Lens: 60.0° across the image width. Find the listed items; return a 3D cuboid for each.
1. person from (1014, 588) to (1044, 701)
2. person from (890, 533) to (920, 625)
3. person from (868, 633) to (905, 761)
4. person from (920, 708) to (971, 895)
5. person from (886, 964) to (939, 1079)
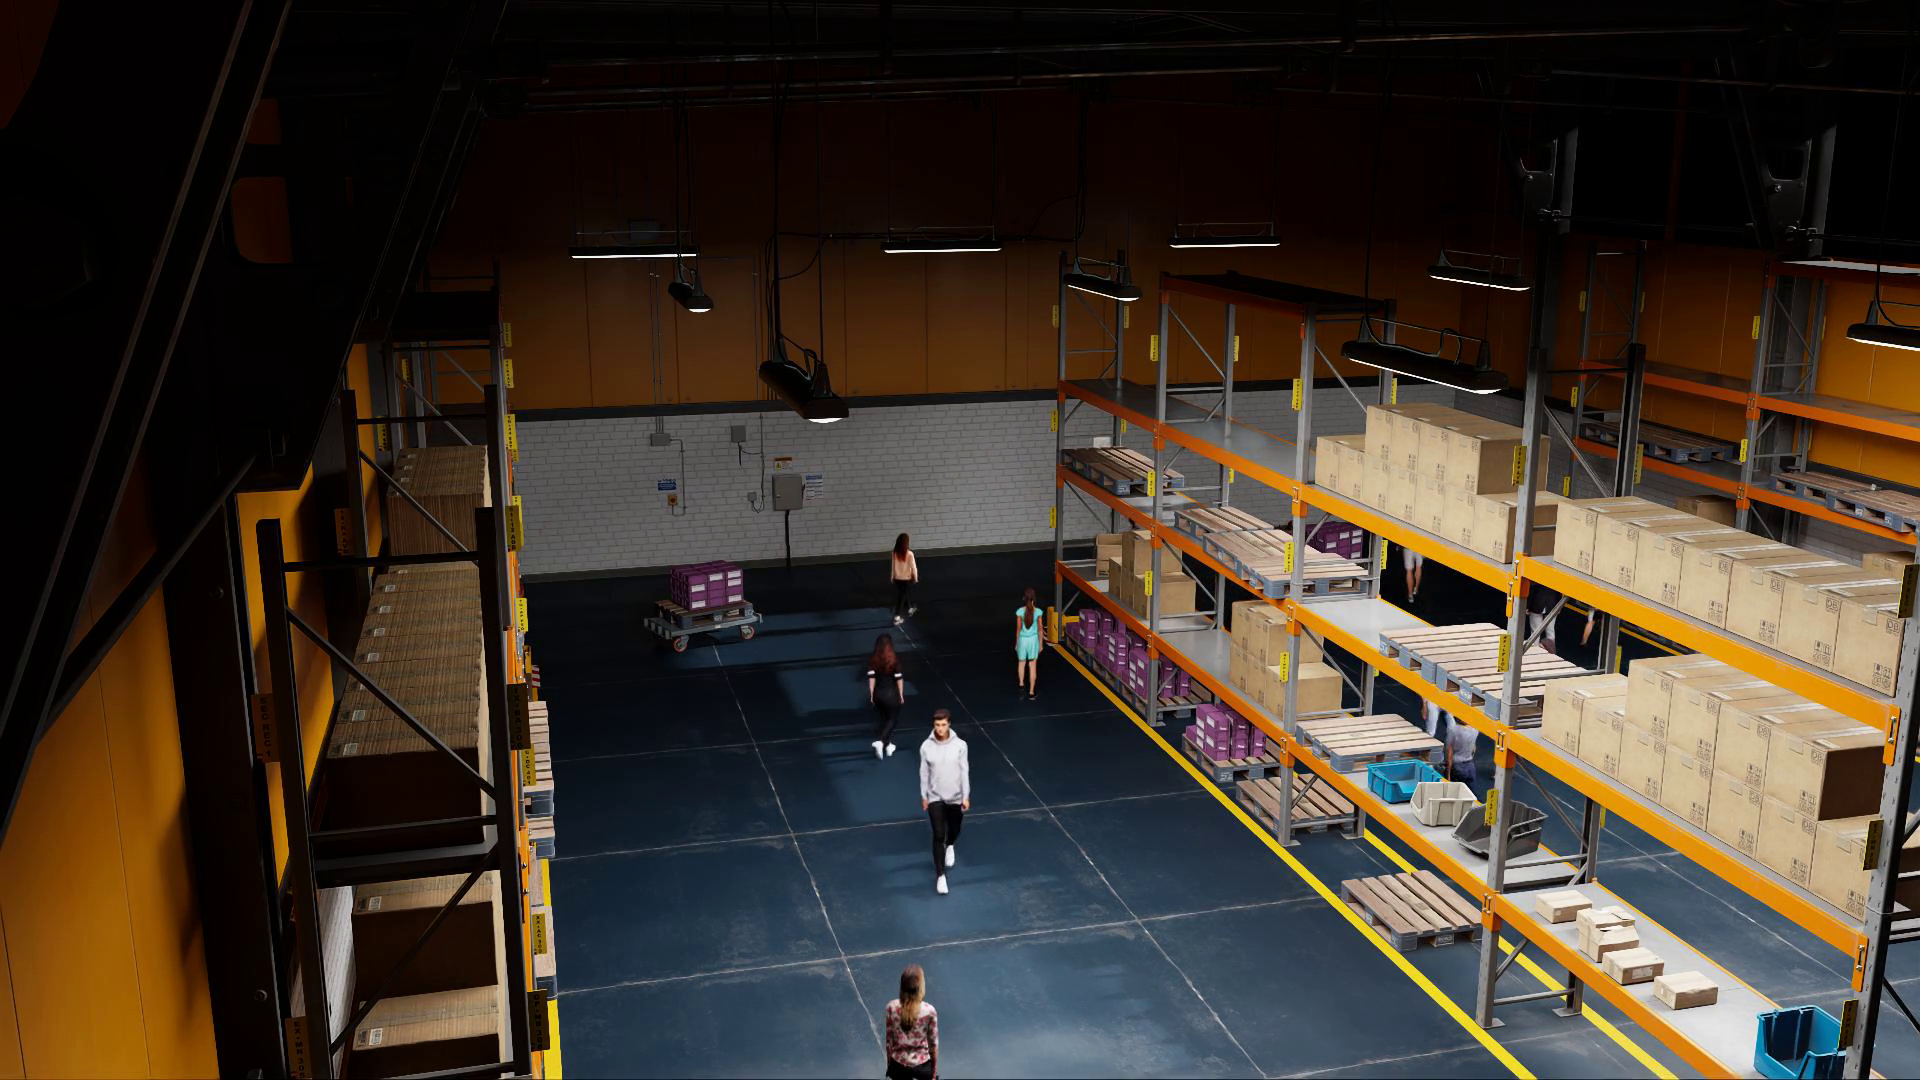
[{"bbox_3d":[0.950,1.451,23.165,0.678,1.534,0.912,0,14,2],"label":"person"},{"bbox_3d":[-0.950,0.645,26.689,0.979,1.442,1.000,9,17,34],"label":"person"},{"bbox_3d":[-0.935,1.982,20.780,0.908,1.624,1.034,5,14,18],"label":"person"},{"bbox_3d":[-0.152,2.655,17.407,0.774,1.904,1.203,-2,14,-6],"label":"person"},{"bbox_3d":[-0.383,3.991,12.489,0.708,1.623,0.792,3,14,10],"label":"person"}]
